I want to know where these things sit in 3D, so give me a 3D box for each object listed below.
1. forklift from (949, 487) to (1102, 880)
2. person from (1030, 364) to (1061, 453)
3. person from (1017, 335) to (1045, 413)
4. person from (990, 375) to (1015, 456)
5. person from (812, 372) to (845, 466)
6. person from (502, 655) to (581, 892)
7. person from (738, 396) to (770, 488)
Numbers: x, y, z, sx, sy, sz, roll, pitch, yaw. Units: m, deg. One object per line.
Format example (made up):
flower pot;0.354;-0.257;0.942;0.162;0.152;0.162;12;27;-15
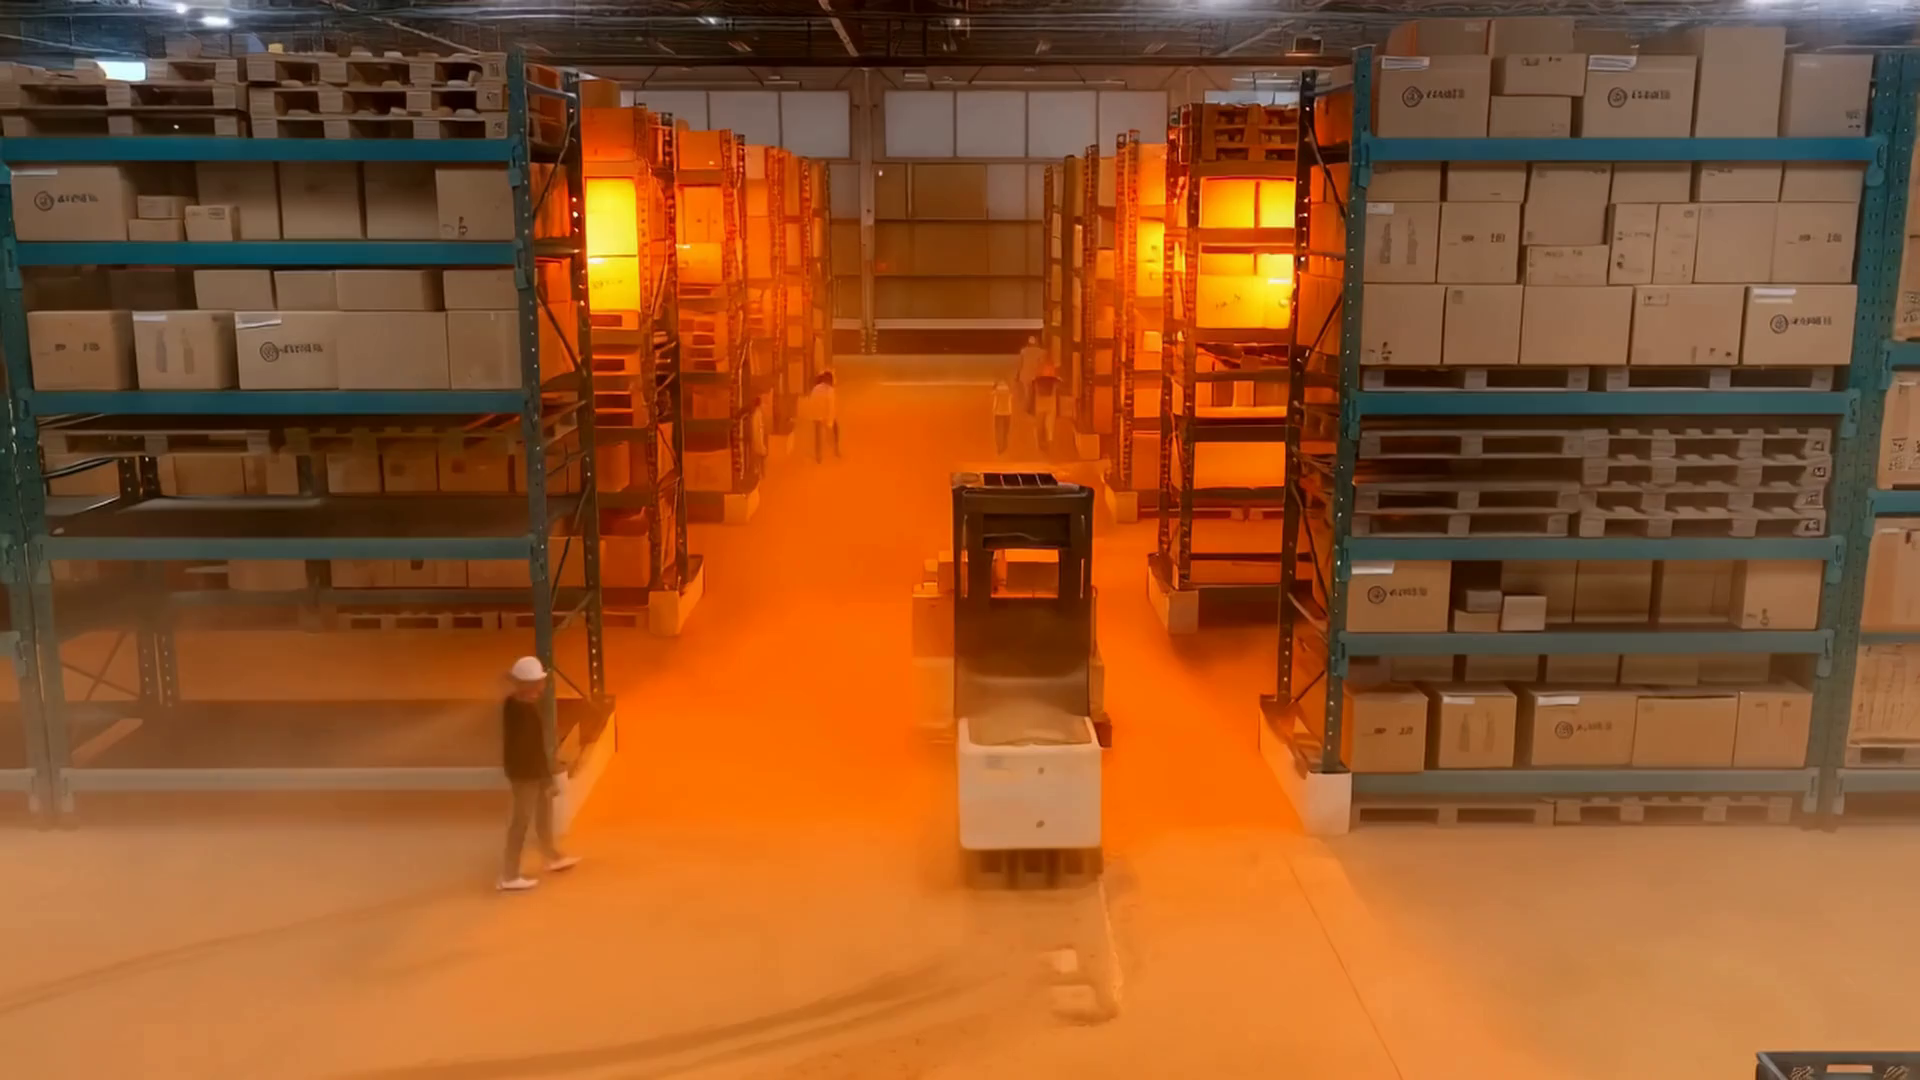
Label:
forklift;0.495;0.986;12.813;1.129;2.768;1.873;0;11;-2
person;1.729;-2.622;33.354;0.632;1.821;0.742;-1;11;-7
person;1.707;-3.952;39.763;0.659;1.884;0.522;-1;12;-7
person;0.851;-2.488;33.236;0.513;1.600;0.795;0;11;-2
person;-2.597;-2.321;31.925;0.634;1.788;0.816;8;14;35
person;-3.063;1.685;12.170;0.746;1.741;0.543;-7;13;-30
person;-3.670;-1.726;29.303;0.605;1.649;0.654;-10;15;-40
